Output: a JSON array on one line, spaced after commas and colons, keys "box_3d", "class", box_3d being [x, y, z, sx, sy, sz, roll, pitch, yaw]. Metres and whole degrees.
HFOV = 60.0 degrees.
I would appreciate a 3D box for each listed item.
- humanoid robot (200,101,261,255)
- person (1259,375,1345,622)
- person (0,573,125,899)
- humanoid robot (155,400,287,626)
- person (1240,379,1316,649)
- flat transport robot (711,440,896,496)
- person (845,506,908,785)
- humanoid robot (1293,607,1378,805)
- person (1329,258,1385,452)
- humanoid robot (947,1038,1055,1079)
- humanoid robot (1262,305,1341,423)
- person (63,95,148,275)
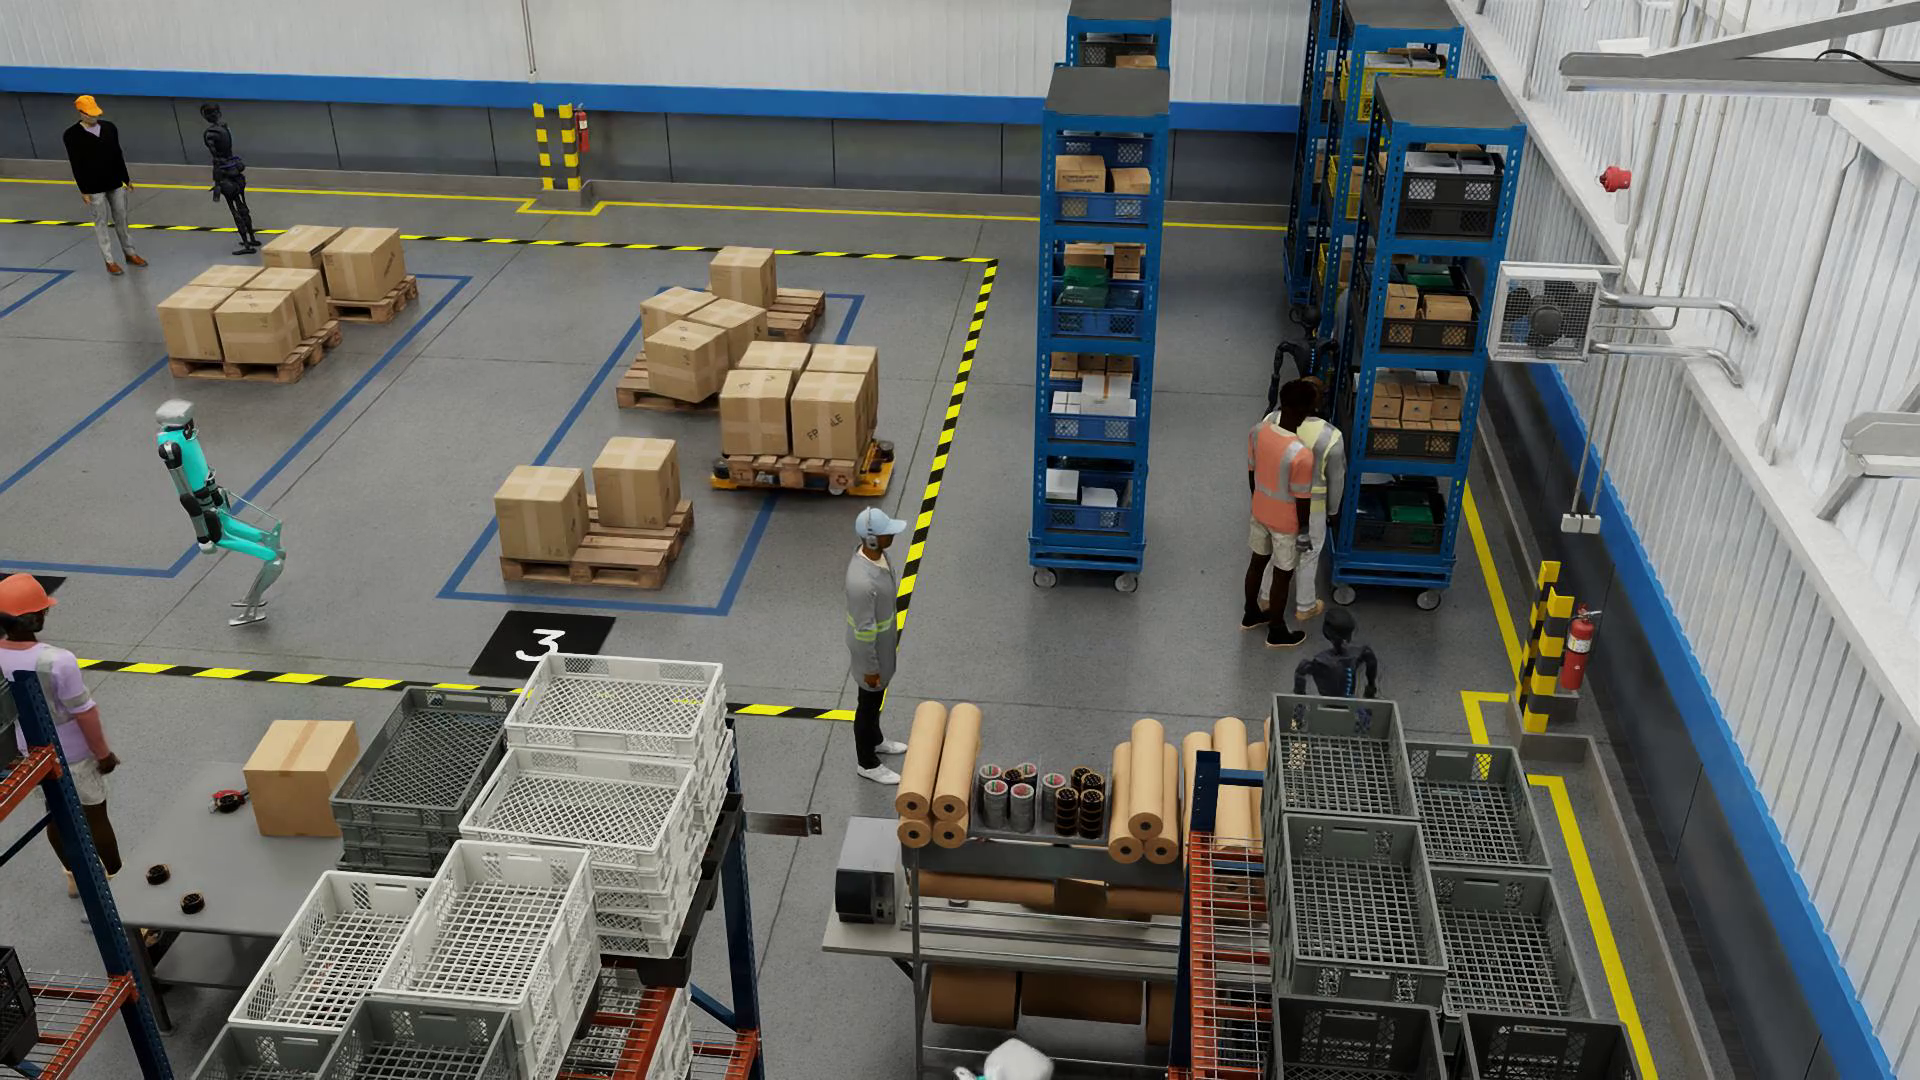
[{"box_3d": [-7.926, -3.924, 18.003, 0.315, 1.653, 0.599, -1, 30, -2], "class": "humanoid robot"}, {"box_3d": [2.372, -0.289, 11.605, 0.624, 1.846, 0.429, 20, 35, 30], "class": "person"}, {"box_3d": [-4.894, 1.093, 9.045, 0.607, 2.033, 0.400, 6, 31, 10], "class": "person"}, {"box_3d": [-4.975, -0.197, 11.419, 0.735, 1.677, 0.533, -6, 31, -10], "class": "humanoid robot"}, {"box_3d": [2.178, -0.175, 11.295, 0.368, 1.959, 0.601, -16, 34, -25], "class": "person"}, {"box_3d": [-1.284, -0.635, 13.737, 1.431, 0.197, 0.652, 3, 30, 6], "class": "flat transport robot"}, {"box_3d": [-0.497, 0.622, 10.031, 0.368, 1.852, 0.592, 3, 30, 5], "class": "person"}, {"box_3d": [2.070, 1.086, 9.421, 0.608, 1.634, 0.659, -12, 32, -19], "class": "humanoid robot"}, {"box_3d": [3.175, -1.329, 13.296, 0.352, 1.937, 0.634, -8, 31, -13], "class": "person"}, {"box_3d": [0.298, 2.584, 6.819, 0.575, 1.789, 0.958, 17, 34, 26], "class": "humanoid robot"}, {"box_3d": [2.687, -1.054, 13.069, 0.599, 1.657, 0.315, -2, 30, -3], "class": "humanoid robot"}, {"box_3d": [-9.001, -3.746, 17.507, 0.378, 1.882, 0.584, 18, 35, 28], "class": "person"}]
